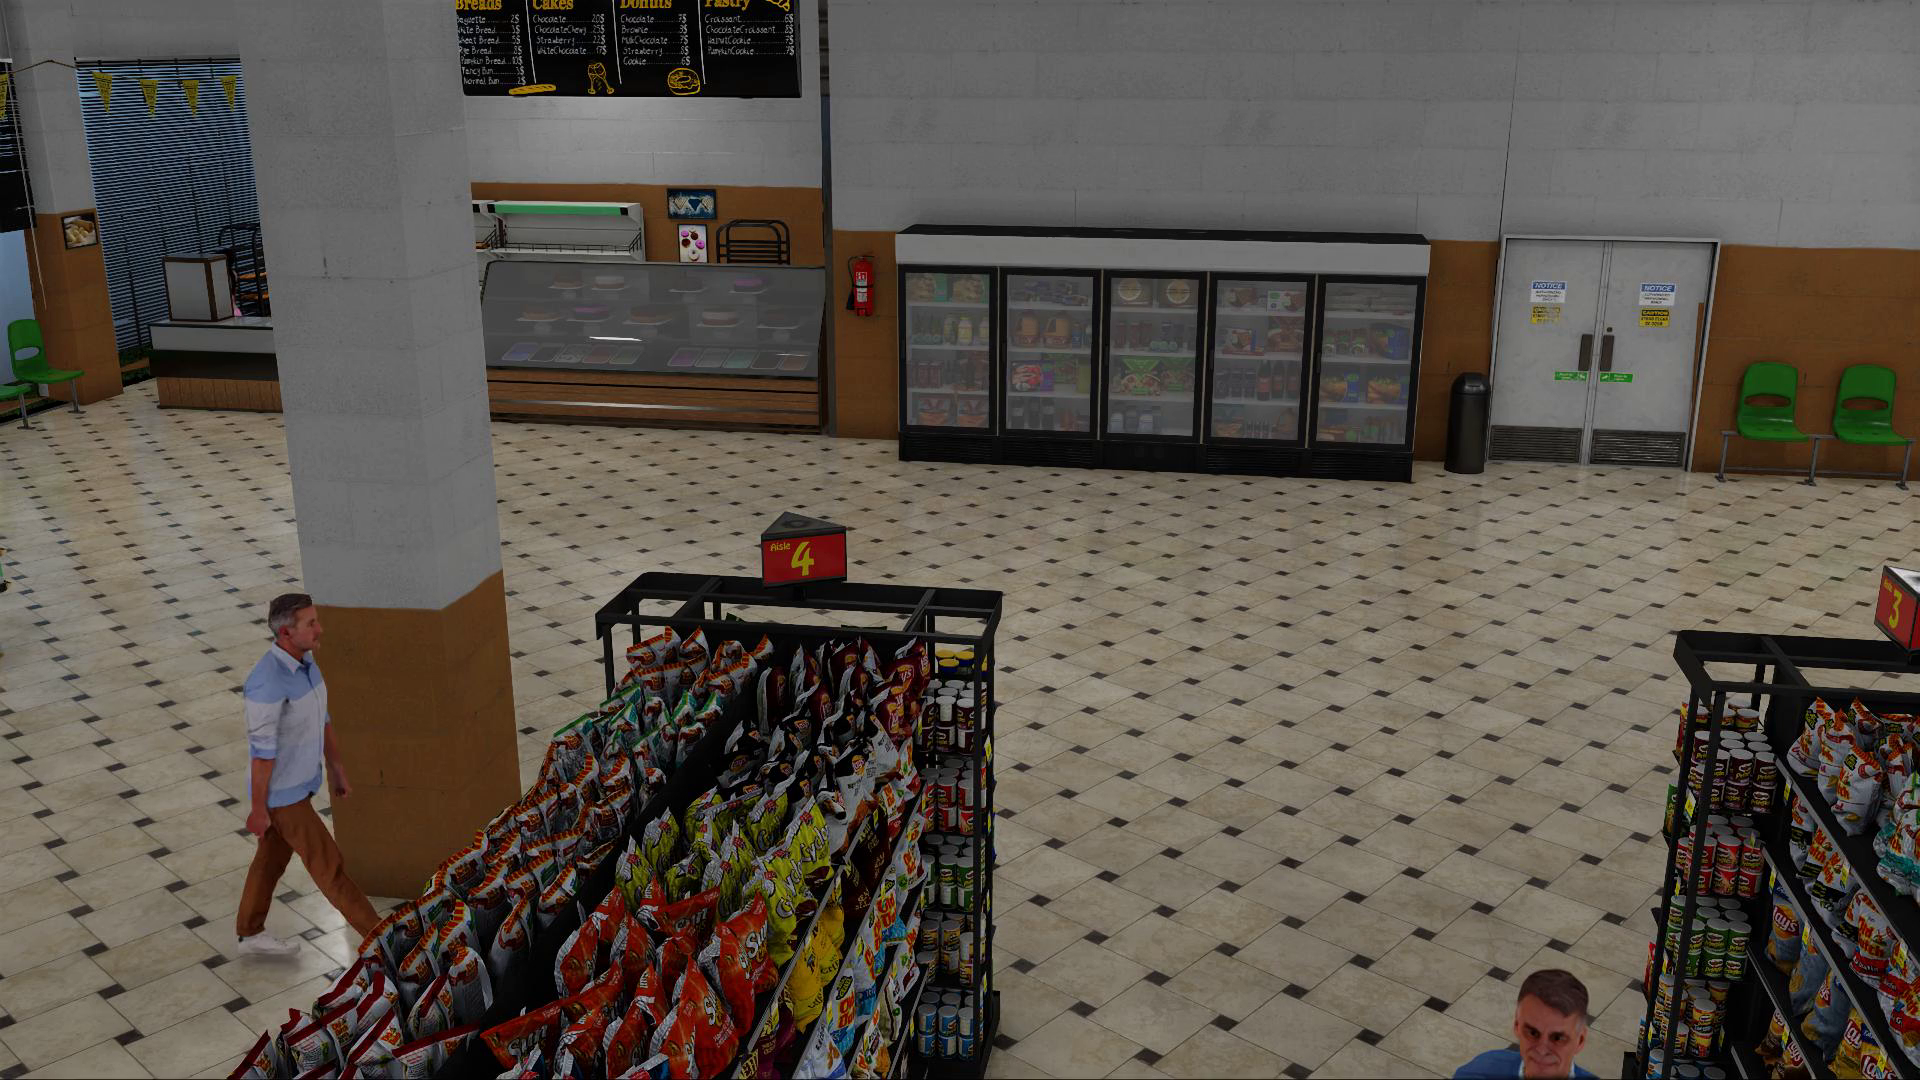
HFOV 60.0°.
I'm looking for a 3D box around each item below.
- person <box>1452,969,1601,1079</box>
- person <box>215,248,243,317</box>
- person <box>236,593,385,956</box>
[{"bbox_3d":[1.563,1.998,4.648,0.697,1.820,0.632,7,18,21],"label":"person"},{"bbox_3d":[-8.852,-2.673,20.173,0.670,1.736,0.502,0,17,1],"label":"person"},{"bbox_3d":[-3.143,1.132,7.573,0.958,1.777,1.166,-1,17,-3],"label":"person"}]
